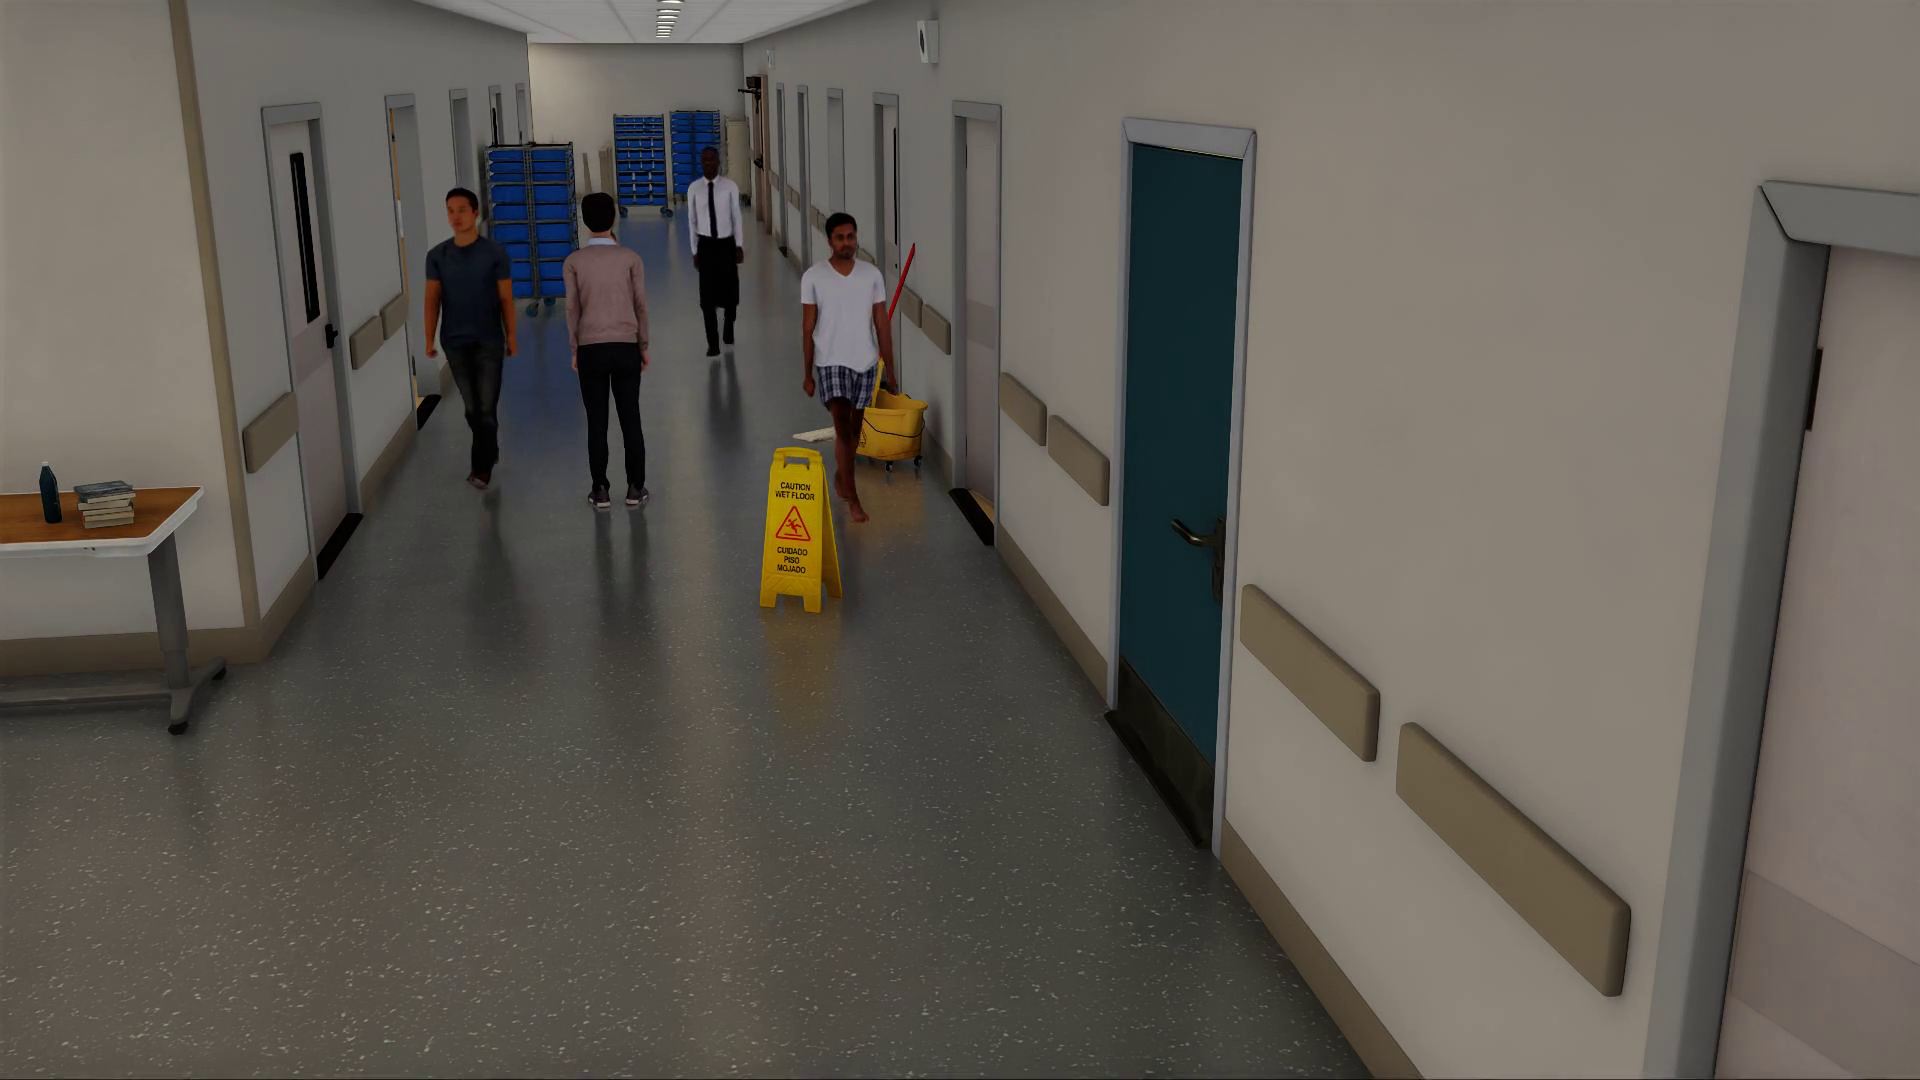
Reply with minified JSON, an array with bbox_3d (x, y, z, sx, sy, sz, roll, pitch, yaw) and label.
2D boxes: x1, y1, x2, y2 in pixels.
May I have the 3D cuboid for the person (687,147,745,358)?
[{"bbox_3d":[-2.148,-2.568,14.885,0.725,1.797,1.217,-1,16,-4],"label":"person"}]

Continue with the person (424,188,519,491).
[{"bbox_3d":[-2.944,-1.199,10.101,0.806,1.757,1.216,0,16,-1],"label":"person"}]

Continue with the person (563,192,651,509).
[{"bbox_3d":[-2.042,-1.099,9.650,0.634,1.810,0.562,-4,16,-14],"label":"person"}]

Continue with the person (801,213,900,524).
[{"bbox_3d":[-0.655,-0.981,9.455,0.790,1.688,1.169,-5,17,-19],"label":"person"}]
